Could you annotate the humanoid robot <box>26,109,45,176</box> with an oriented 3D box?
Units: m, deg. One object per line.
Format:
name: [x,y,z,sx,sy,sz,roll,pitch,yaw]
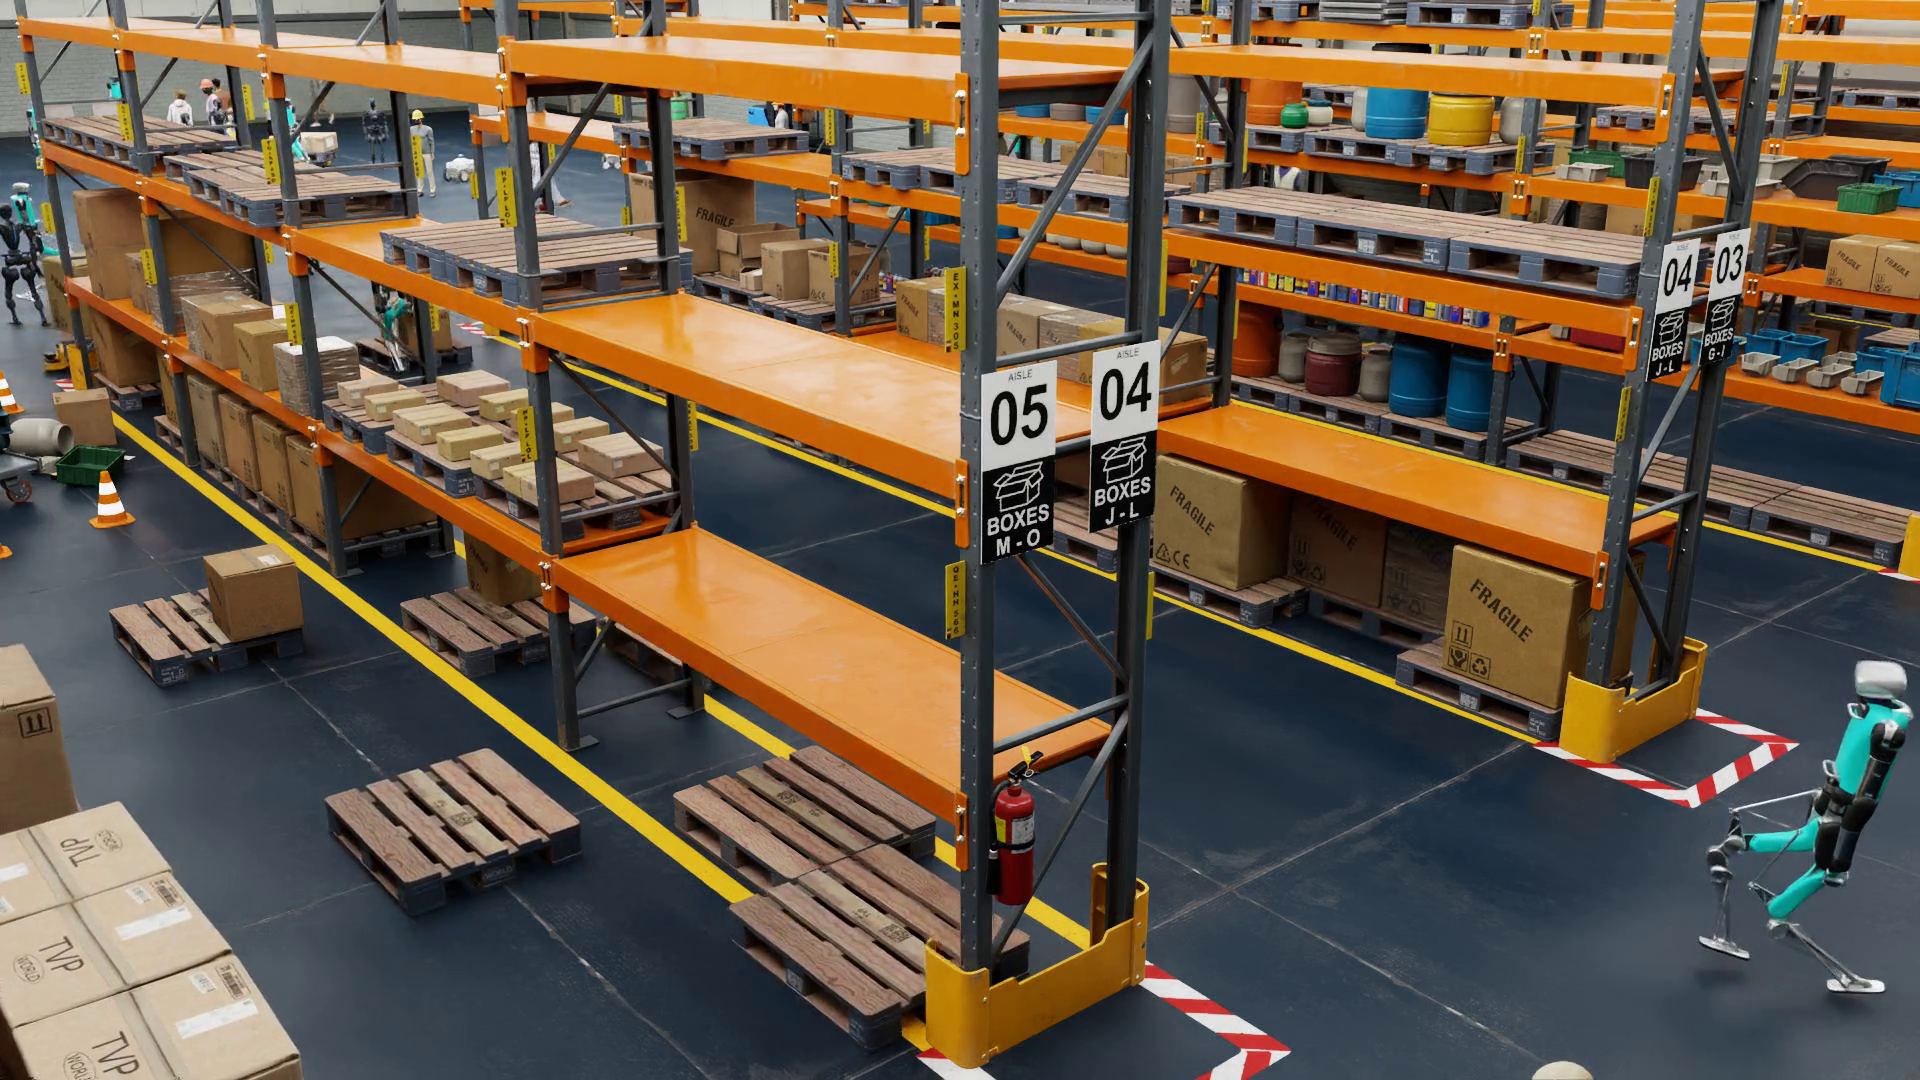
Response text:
humanoid robot: [-20.619,-8.982,37.352,0.544,1.747,1.012,-14,24,-34]

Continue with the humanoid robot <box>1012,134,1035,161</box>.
humanoid robot: [1.390,-7.437,32.928,0.971,1.758,0.538,-5,20,-14]

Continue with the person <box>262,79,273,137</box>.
person: [-18.550,-11.577,44.728,0.319,1.696,0.532,-12,23,-30]

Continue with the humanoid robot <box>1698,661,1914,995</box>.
humanoid robot: [3.939,1.370,7.879,1.033,1.755,0.537,7,21,19]

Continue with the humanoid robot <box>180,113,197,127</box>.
humanoid robot: [-16.161,-8.208,35.172,0.616,1.635,0.440,0,19,1]

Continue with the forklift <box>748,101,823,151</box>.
forklift: [-4.526,-11.368,42.374,1.129,2.768,1.873,-15,24,-37]

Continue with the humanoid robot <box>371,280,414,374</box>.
humanoid robot: [-6.756,-2.822,19.755,0.545,1.758,0.947,-15,24,-37]

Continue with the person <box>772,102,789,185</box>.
person: [-3.893,-8.707,36.286,0.377,1.890,0.569,0,19,1]

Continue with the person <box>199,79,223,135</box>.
person: [-17.645,-9.850,39.321,0.414,2.034,0.601,-12,23,-31]

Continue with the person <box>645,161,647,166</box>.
person: [-6.045,-7.550,33.202,0.472,1.743,0.342,3,20,9]

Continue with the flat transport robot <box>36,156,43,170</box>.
flat transport robot: [-21.503,-8.948,39.403,0.659,0.231,1.431,-10,21,-25]

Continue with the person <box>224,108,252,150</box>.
person: [-14.666,-7.765,33.625,0.531,1.870,0.678,7,20,18]

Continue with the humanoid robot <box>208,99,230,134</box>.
humanoid robot: [-17.121,-9.383,38.518,0.362,1.645,0.591,12,23,30]

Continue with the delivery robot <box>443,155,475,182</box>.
delivery robot: [-11.116,-8.258,37.033,0.499,0.611,0.814,7,21,20]

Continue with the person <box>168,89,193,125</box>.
person: [-18.068,-9.510,38.602,0.542,1.871,0.901,-8,21,-21]

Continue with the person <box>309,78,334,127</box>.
person: [-18.828,-13.079,48.768,0.510,1.855,0.673,13,23,32]

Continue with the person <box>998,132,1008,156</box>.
person: [0.672,-7.299,32.494,0.698,1.733,0.570,16,25,38]

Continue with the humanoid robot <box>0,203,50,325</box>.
humanoid robot: [-12.652,-3.682,22.306,0.565,1.639,0.609,14,24,35]

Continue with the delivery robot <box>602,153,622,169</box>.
delivery robot: [-8.219,-9.077,39.336,0.503,0.594,0.765,-5,20,-13]

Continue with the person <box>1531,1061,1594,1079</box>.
person: [1.668,2.343,4.960,0.375,1.797,0.606,-14,24,-35]

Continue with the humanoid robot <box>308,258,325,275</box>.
humanoid robot: [-10.229,-5.009,26.118,0.611,1.633,0.721,2,20,7]

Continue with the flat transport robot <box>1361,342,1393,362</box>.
flat transport robot: [5.241,-2.152,20.061,0.659,0.231,1.431,-14,24,-34]

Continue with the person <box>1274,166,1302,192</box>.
person: [5.310,-5.430,27.076,0.471,1.808,0.603,-14,24,-35]

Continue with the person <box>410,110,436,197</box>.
person: [-11.125,-7.982,34.394,0.531,1.766,0.323,2,19,5]

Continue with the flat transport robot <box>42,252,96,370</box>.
flat transport robot: [-10.504,-2.322,20.545,1.431,0.231,0.659,-10,22,-26]

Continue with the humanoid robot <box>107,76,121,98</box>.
humanoid robot: [-22.581,-11.434,44.301,0.535,1.764,0.978,3,20,8]

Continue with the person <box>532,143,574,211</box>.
person: [-8.064,-7.361,32.523,0.954,1.841,0.578,-9,21,-23]

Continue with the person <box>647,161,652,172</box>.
person: [-5.124,-6.015,28.520,0.374,1.958,0.596,6,20,16]

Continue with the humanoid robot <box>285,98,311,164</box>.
humanoid robot: [-14.819,-8.940,37.168,0.662,1.803,0.539,8,21,21]

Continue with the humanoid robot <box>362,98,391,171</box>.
humanoid robot: [-13.540,-9.407,38.598,0.603,1.647,0.395,-9,21,-24]

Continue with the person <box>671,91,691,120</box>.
person: [-6.712,-10.039,39.968,0.518,1.964,0.475,-9,21,-24]

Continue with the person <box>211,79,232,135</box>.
person: [-18.717,-10.804,42.328,0.597,1.838,0.792,6,20,16]

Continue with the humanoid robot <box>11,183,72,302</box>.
humanoid robot: [-13.049,-4.236,23.792,1.018,1.738,0.540,-9,21,-25]

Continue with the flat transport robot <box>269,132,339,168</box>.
flat transport robot: [-15.366,-8.833,39.076,0.659,0.231,1.431,0,19,0]
